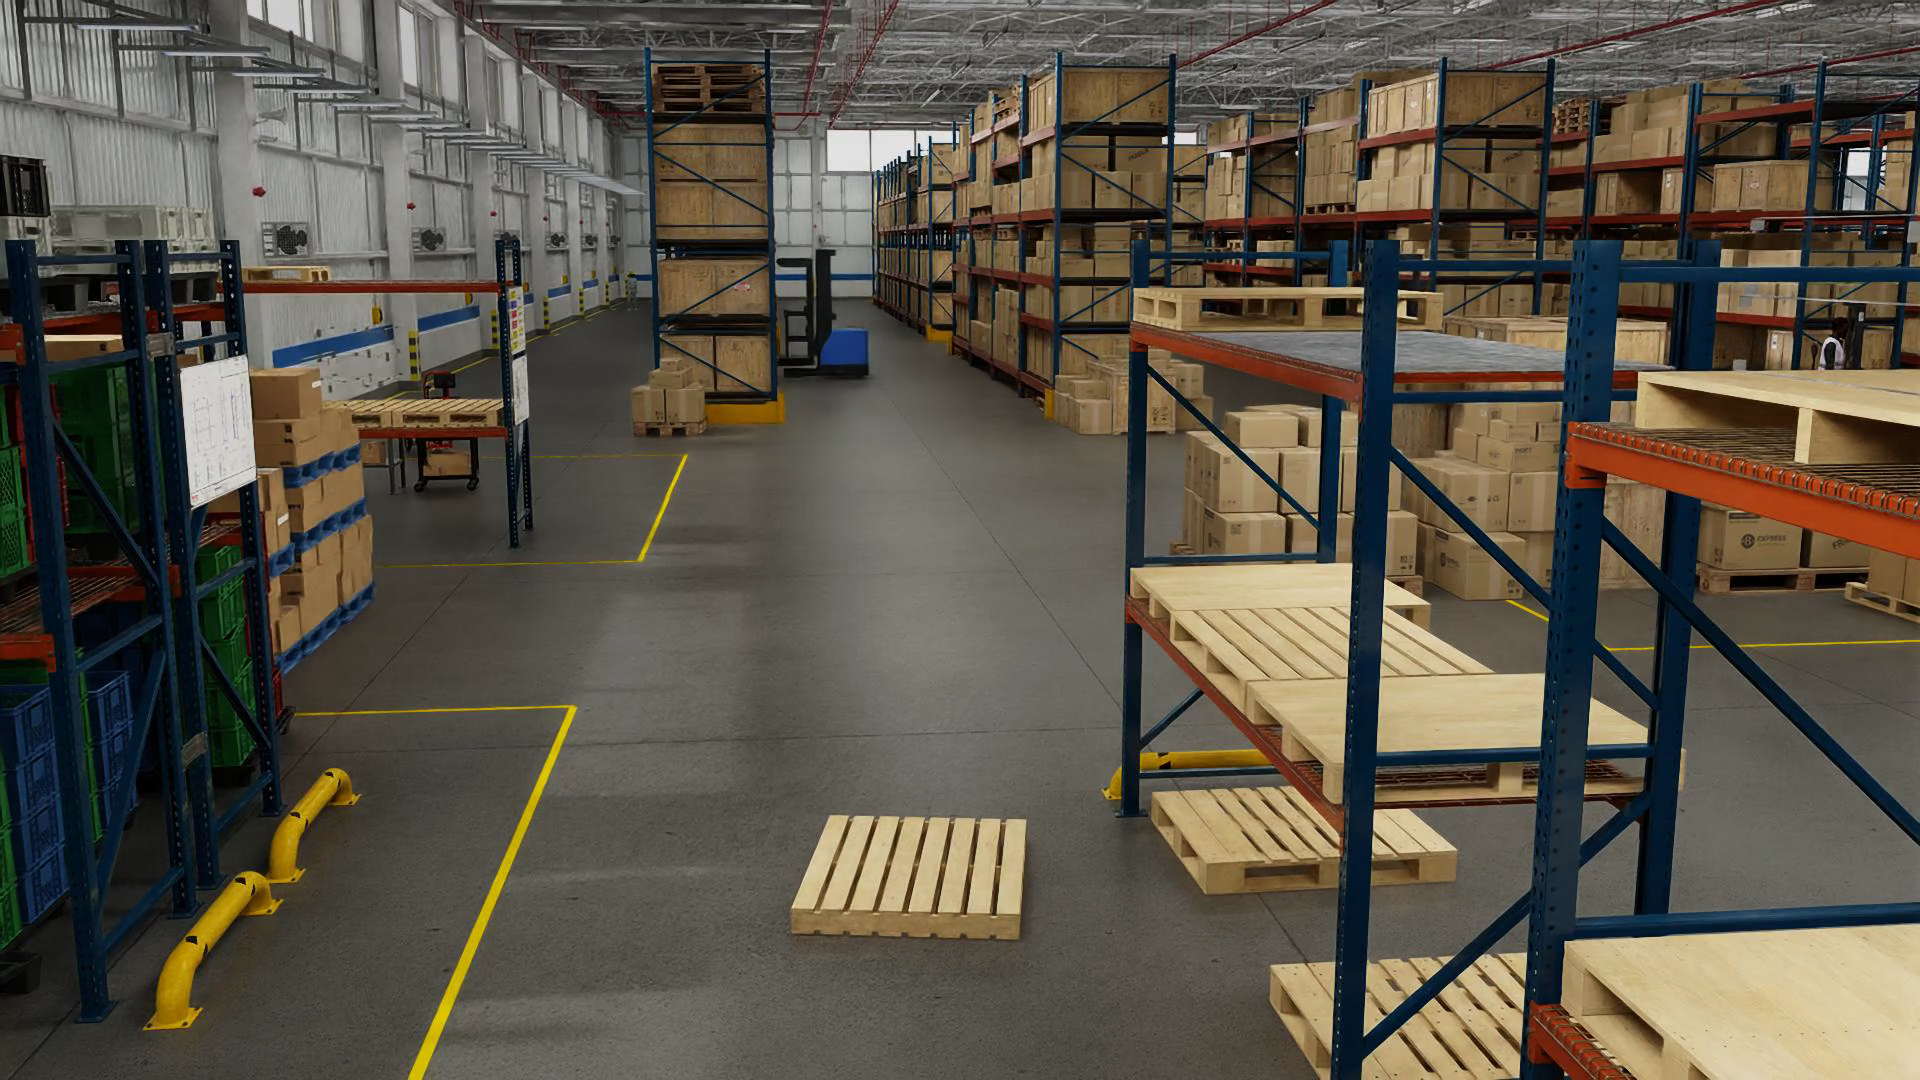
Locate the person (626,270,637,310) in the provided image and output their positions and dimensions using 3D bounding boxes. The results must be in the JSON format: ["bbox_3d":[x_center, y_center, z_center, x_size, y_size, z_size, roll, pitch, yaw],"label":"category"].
[{"bbox_3d":[-14.181,-10.794,71.929,0.482,1.735,0.340,-8,13,-36],"label":"person"}]

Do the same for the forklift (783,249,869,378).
[{"bbox_3d":[-2.985,-5.013,36.710,1.873,2.768,1.129,-1,10,-6],"label":"forklift"}]

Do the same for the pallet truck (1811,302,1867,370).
[{"bbox_3d":[15.846,-3.142,28.793,1.885,1.965,0.823,2,10,12],"label":"pallet truck"}]

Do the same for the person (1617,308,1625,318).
[{"bbox_3d":[11.600,-3.189,29.482,0.430,1.845,0.620,-10,14,-44],"label":"person"}]

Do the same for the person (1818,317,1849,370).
[{"bbox_3d":[12.880,-2.342,24.616,0.393,1.911,0.589,7,12,34],"label":"person"}]

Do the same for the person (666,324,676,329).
[{"bbox_3d":[-8.840,-7.004,50.744,0.568,1.792,0.982,-3,11,-16],"label":"person"}]

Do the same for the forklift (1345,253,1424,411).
[{"bbox_3d":[6.538,-2.975,25.420,1.129,2.768,1.873,4,11,19],"label":"forklift"}]
